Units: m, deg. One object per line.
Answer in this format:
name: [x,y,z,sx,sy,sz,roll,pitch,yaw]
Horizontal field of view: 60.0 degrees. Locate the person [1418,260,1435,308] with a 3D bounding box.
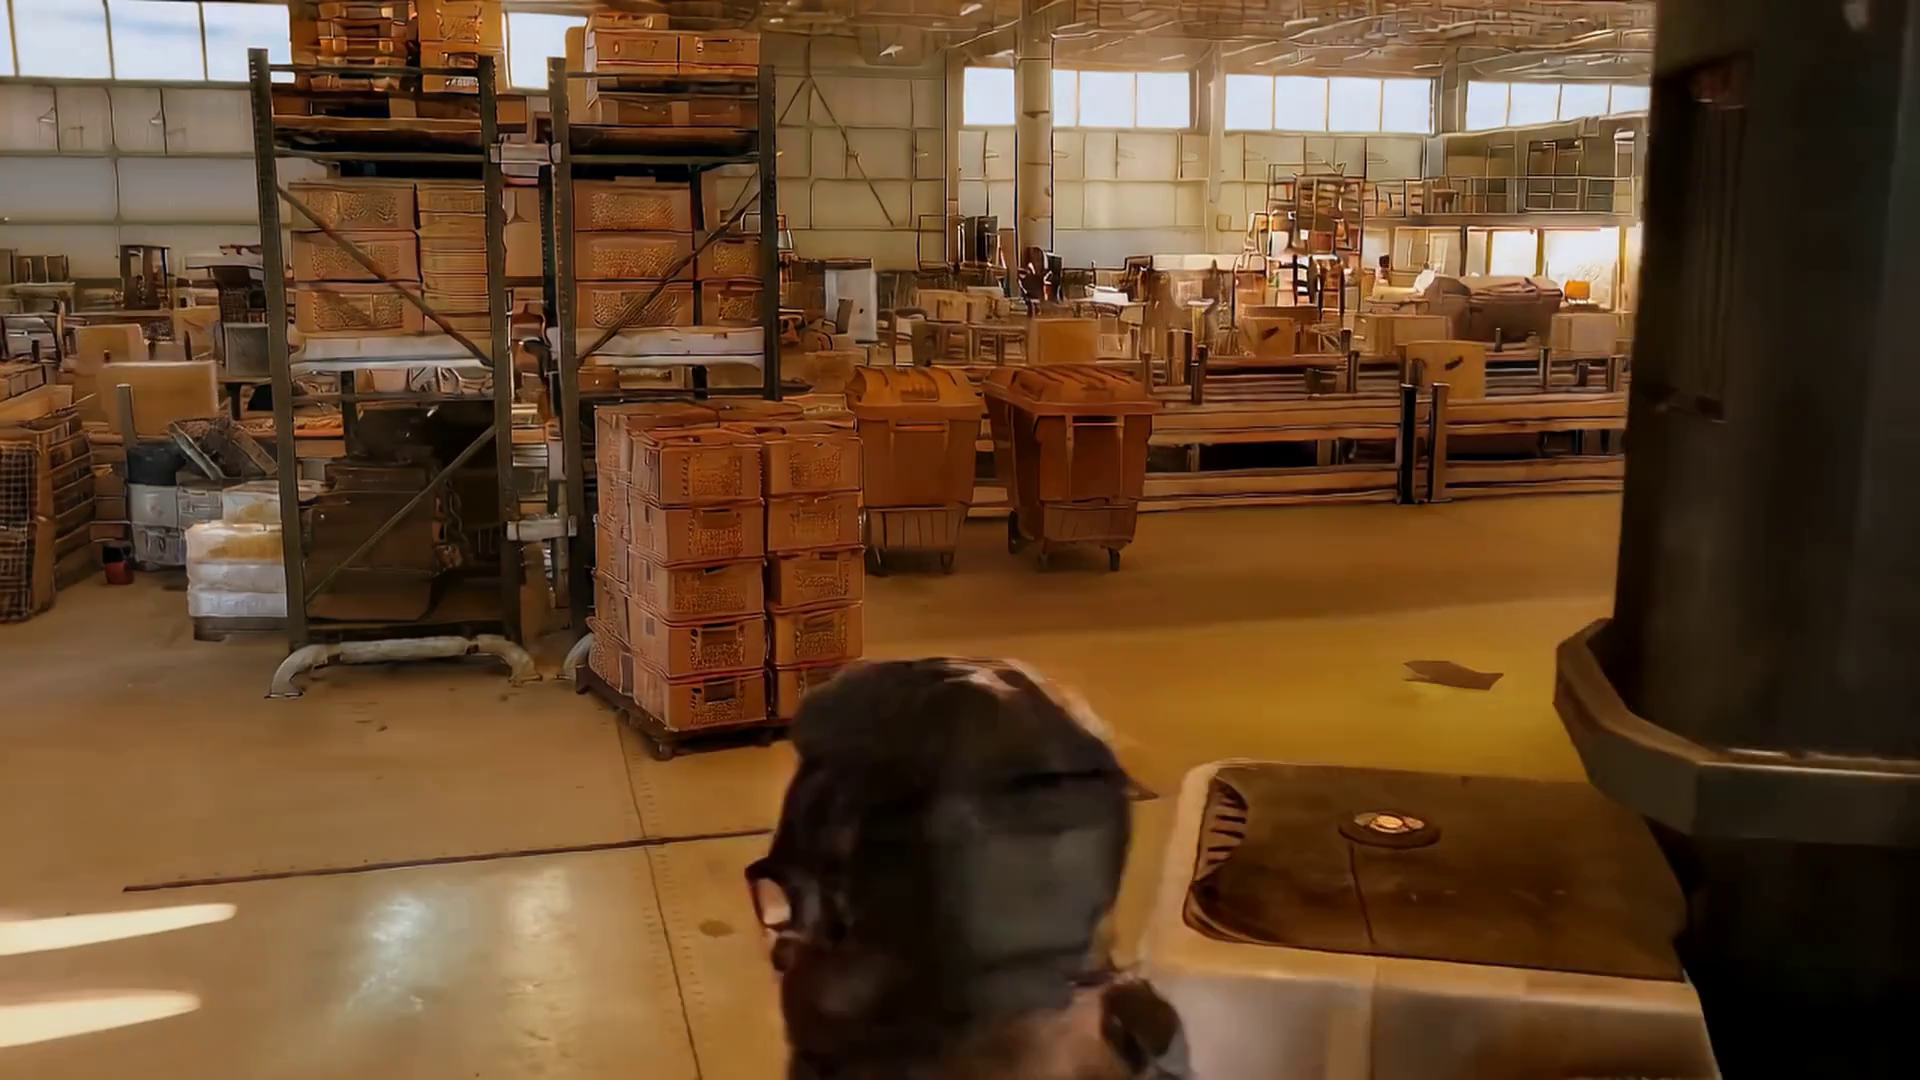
person: [12.683,-6.725,45.216,0.348,1.756,0.518,-9,13,-40]

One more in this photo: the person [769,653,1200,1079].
person: [0.088,0.987,1.211,0.797,1.884,0.652,-5,11,-28]

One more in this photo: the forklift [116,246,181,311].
forklift: [-19.966,-6.232,40.894,1.157,1.987,2.680,-3,10,-15]

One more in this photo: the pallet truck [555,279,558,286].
pallet truck: [-10.604,-6.375,44.520,0.653,1.274,1.630,-3,10,-15]

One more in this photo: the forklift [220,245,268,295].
forklift: [-17.749,-6.334,41.440,1.157,1.987,2.680,-3,10,-17]

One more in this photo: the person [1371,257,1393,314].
person: [11.764,-6.963,46.370,0.596,1.835,0.973,-2,10,-11]

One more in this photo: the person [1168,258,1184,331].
person: [5.493,-6.241,42.272,0.381,1.831,0.674,1,10,7]
